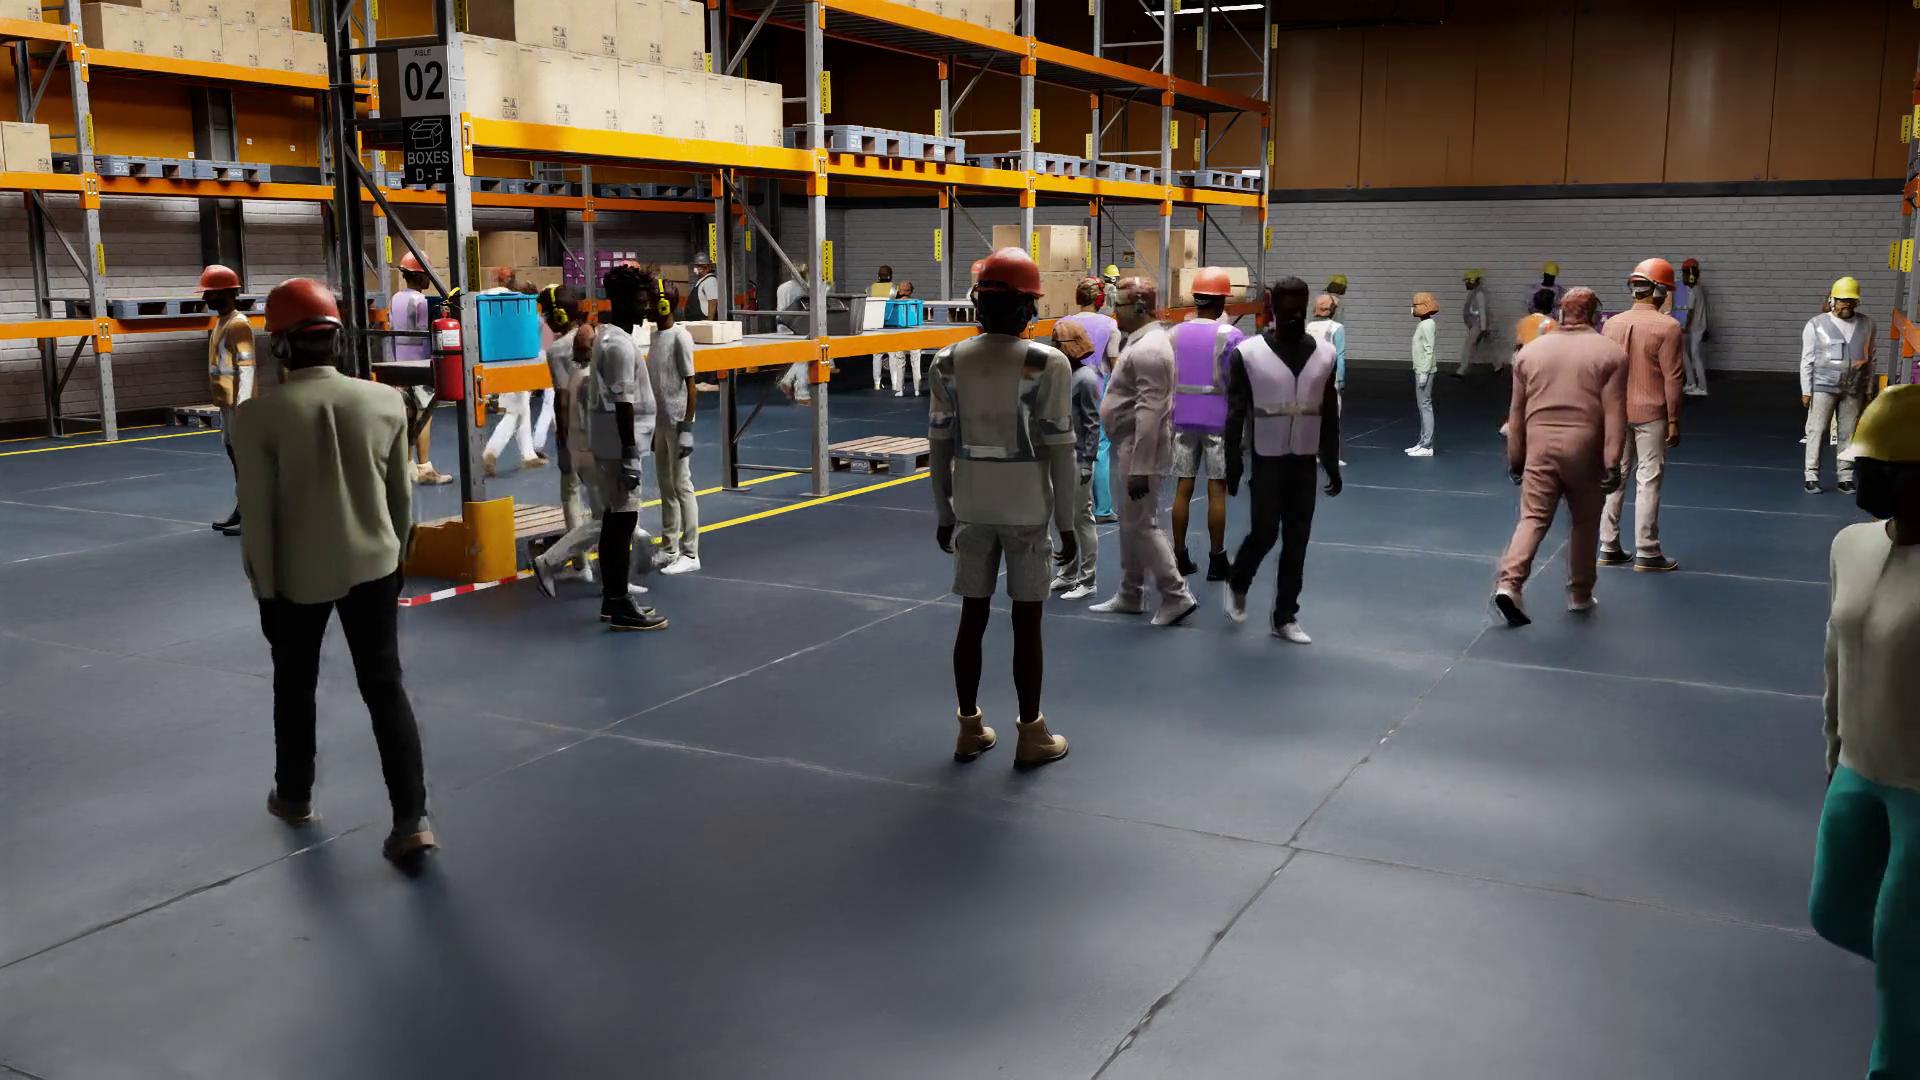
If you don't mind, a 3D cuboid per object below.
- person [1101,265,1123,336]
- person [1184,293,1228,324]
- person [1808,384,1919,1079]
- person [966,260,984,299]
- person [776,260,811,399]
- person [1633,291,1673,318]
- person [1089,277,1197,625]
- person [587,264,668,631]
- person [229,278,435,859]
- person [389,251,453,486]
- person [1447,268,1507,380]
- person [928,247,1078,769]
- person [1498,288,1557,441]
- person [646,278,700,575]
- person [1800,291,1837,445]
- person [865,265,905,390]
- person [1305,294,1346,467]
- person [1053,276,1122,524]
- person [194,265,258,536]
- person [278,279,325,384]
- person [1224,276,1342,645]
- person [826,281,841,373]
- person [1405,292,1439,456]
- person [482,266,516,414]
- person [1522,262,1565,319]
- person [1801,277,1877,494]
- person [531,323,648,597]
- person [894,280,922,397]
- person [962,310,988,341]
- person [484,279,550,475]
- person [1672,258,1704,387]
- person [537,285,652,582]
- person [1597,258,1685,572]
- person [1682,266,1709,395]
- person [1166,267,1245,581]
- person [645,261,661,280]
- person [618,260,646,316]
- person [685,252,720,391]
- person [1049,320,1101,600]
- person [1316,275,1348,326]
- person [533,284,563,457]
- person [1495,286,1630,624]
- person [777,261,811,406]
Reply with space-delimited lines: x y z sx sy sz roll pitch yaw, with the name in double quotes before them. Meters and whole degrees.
"person" 2.348 -3.366 25.959 0.404 1.831 0.600 -7 12 -34
"person" 2.633 -1.894 17.693 0.530 1.743 0.665 6 11 31
"person" 2.138 0.522 3.683 0.542 1.751 0.532 -2 10 -12
"person" 0.248 -2.525 20.788 0.379 1.937 0.547 2 10 9
"person" -2.244 -2.917 23.094 0.654 1.922 0.435 2 10 9
"person" 8.737 -2.578 21.126 0.370 1.925 0.595 -5 11 -27
"person" 1.024 -0.466 9.070 0.645 1.905 0.686 1 10 5
"person" -1.816 -0.496 8.968 0.369 1.963 0.608 -3 10 -19
"person" -2.106 0.094 5.620 0.614 1.948 1.029 -7 12 -36
"person" -4.714 -1.497 14.534 0.615 2.040 0.391 9 13 43
"person" 8.316 -3.432 26.519 0.908 1.785 0.634 2 10 10
"person" 0.183 -0.119 6.559 0.615 2.041 0.378 5 11 25
"person" 6.112 -1.864 17.766 0.846 1.654 0.529 -3 10 -18
"person" -1.844 -0.713 10.523 0.335 1.864 0.521 -7 12 -35
"person" 9.190 -1.820 17.589 0.500 1.633 0.279 8 12 37
"person" -1.089 -3.143 24.648 0.627 1.844 0.429 3 10 18
"person" 3.446 -1.508 15.789 0.328 1.634 0.530 -6 12 -33
"person" 0.956 -1.031 12.435 0.576 1.852 0.393 6 11 30
"person" -5.246 -0.997 11.950 0.364 1.934 0.552 -7 12 -35
"person" -5.549 -1.305 14.118 0.815 1.793 0.633 0 10 1
"person" 1.678 -0.419 8.705 0.603 1.902 0.492 -3 10 -17
"person" -2.285 -3.726 28.029 0.630 1.839 0.429 6 11 31
"person" 4.619 -1.651 16.608 0.268 1.632 0.507 2 10 11
"person" -5.753 -2.507 20.910 0.613 1.862 0.451 2 10 10
"person" 8.808 -3.258 25.204 0.610 1.889 0.724 1 10 7
"person" 7.376 -1.288 13.974 0.581 1.824 0.403 1 10 6
"person" -2.160 -0.443 9.640 0.614 1.620 0.522 -4 11 -21
"person" -0.750 -2.821 23.371 0.515 1.639 0.314 -1 10 -8
"person" 0.234 -0.983 12.562 0.533 1.697 0.319 4 10 20
"person" -4.153 -1.499 15.292 0.650 1.797 0.891 7 12 35
"person" 10.983 -3.283 25.180 0.379 1.936 0.548 -8 12 -37
"person" -2.217 -0.620 10.058 0.696 1.834 0.581 6 11 31
"person" 4.356 -0.794 10.624 0.387 1.988 0.608 -5 11 -29
"person" 10.443 -2.976 23.708 0.599 1.835 0.524 7 12 34
"person" 1.526 -0.716 10.319 0.552 1.935 0.370 7 12 33
"person" -4.635 -3.182 24.738 0.376 1.904 0.764 -4 10 -20
"person" -4.135 -2.539 20.926 1.075 1.929 0.610 -2 10 -12
"person" -3.770 -3.210 24.456 0.536 2.000 0.683 -3 10 -16
"person" 0.650 -0.466 9.752 0.266 1.631 0.507 -4 11 -22
"person" 5.290 -2.947 23.879 0.523 1.705 0.539 -5 11 -28
"person" -4.096 -1.694 16.632 0.532 1.714 0.922 3 10 18
"person" 3.306 -0.466 9.158 0.672 1.855 0.942 8 12 37
"person" -2.110 -2.714 21.938 0.508 1.918 0.639 0 10 1
